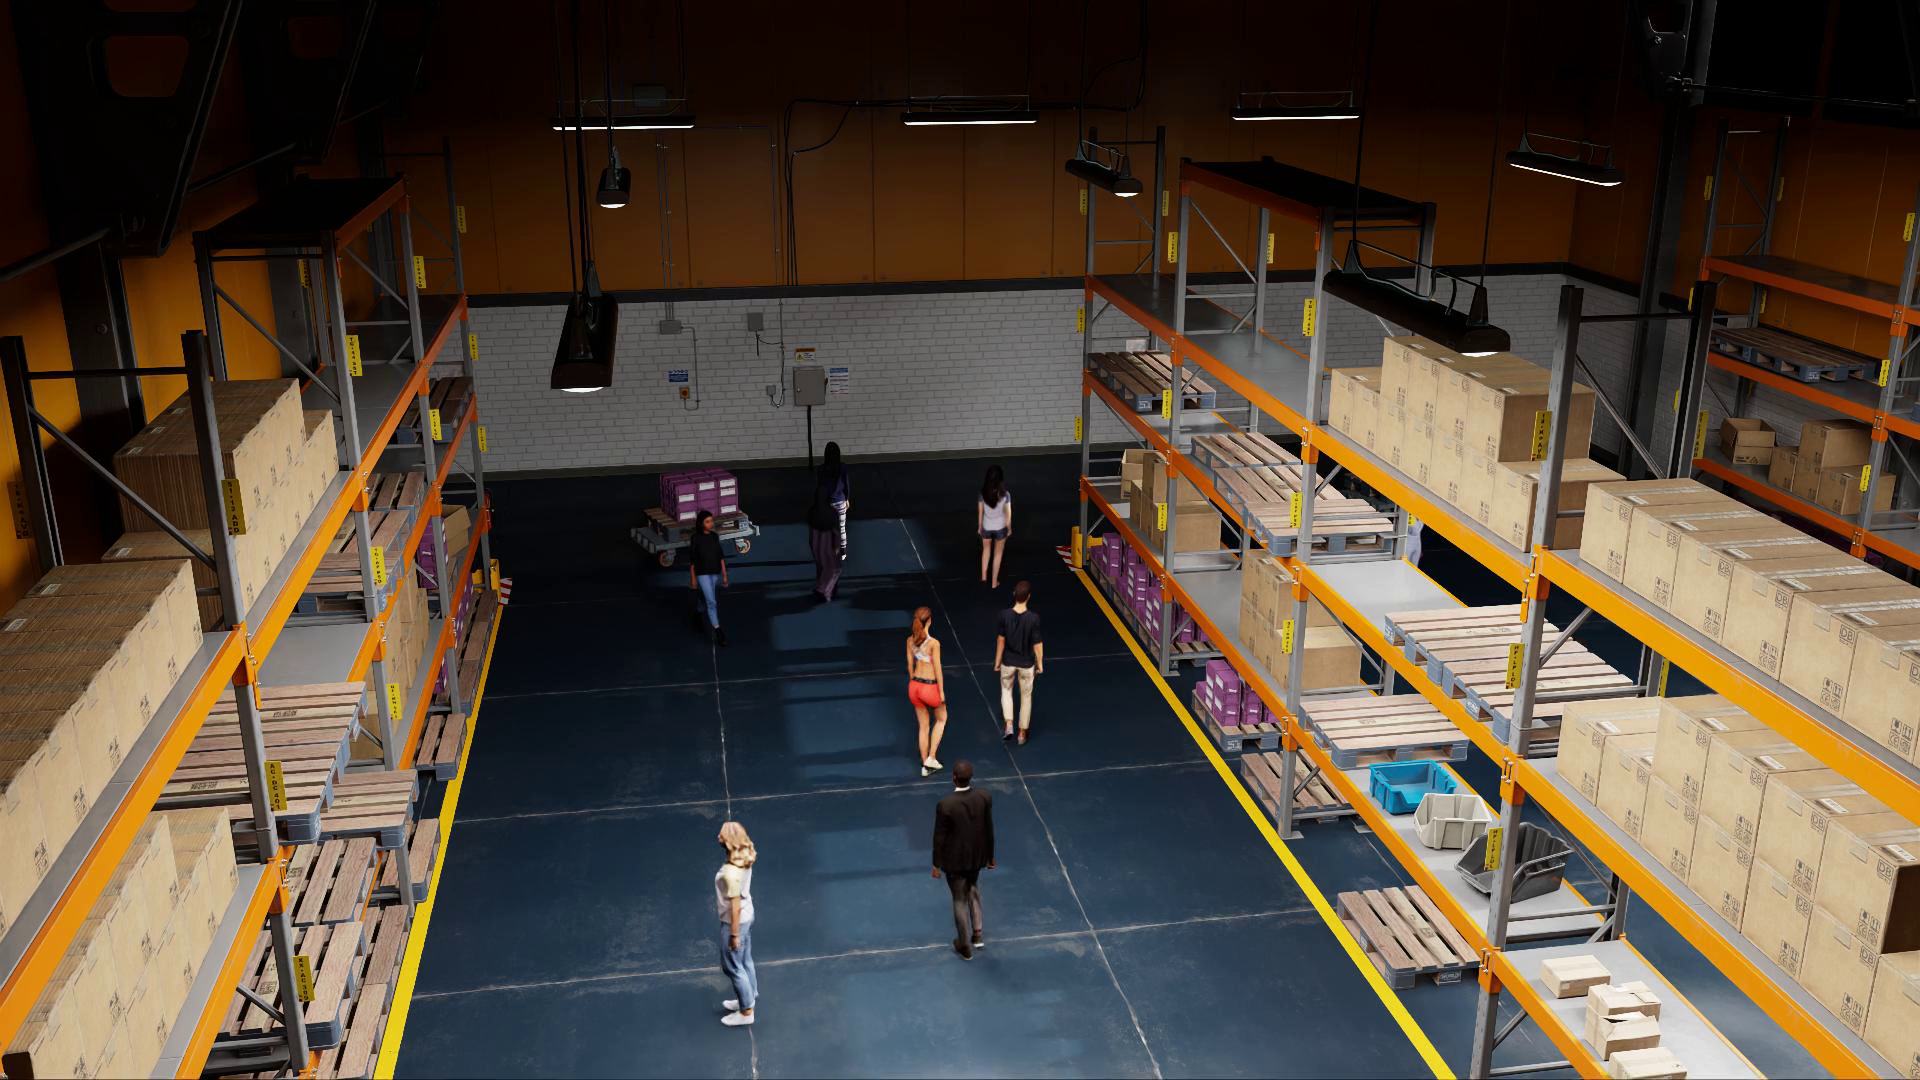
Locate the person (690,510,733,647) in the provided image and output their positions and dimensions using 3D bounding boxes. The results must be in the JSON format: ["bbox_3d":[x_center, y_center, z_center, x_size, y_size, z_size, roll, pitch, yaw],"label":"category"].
[{"bbox_3d":[-3.160,0.448,20.521,0.969,1.649,1.259,-14,23,-36],"label":"person"}]

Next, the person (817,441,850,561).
[{"bbox_3d":[-1.775,-0.547,23.341,0.626,1.734,0.545,-5,19,-15],"label":"person"}]

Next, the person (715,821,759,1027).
[{"bbox_3d":[-1.691,2.966,12.927,0.770,1.723,0.609,2,19,6],"label":"person"}]

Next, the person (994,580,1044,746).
[{"bbox_3d":[0.604,1.341,17.565,0.791,1.844,0.845,3,19,8],"label":"person"}]

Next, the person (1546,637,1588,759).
[{"bbox_3d":[5.986,1.788,16.375,0.698,1.757,0.757,13,22,33],"label":"person"}]

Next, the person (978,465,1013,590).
[{"bbox_3d":[0.437,-0.146,22.213,0.702,1.696,0.730,5,19,14],"label":"person"}]

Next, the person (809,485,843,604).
[{"bbox_3d":[-1.808,0.078,21.691,0.863,1.603,0.983,8,20,22],"label":"person"}]

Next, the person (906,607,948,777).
[{"bbox_3d":[-0.409,1.587,16.961,0.754,1.763,0.804,13,23,35],"label":"person"}]

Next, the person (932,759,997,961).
[{"bbox_3d":[0.080,2.669,13.700,0.762,1.794,0.731,-8,20,-23],"label":"person"}]
